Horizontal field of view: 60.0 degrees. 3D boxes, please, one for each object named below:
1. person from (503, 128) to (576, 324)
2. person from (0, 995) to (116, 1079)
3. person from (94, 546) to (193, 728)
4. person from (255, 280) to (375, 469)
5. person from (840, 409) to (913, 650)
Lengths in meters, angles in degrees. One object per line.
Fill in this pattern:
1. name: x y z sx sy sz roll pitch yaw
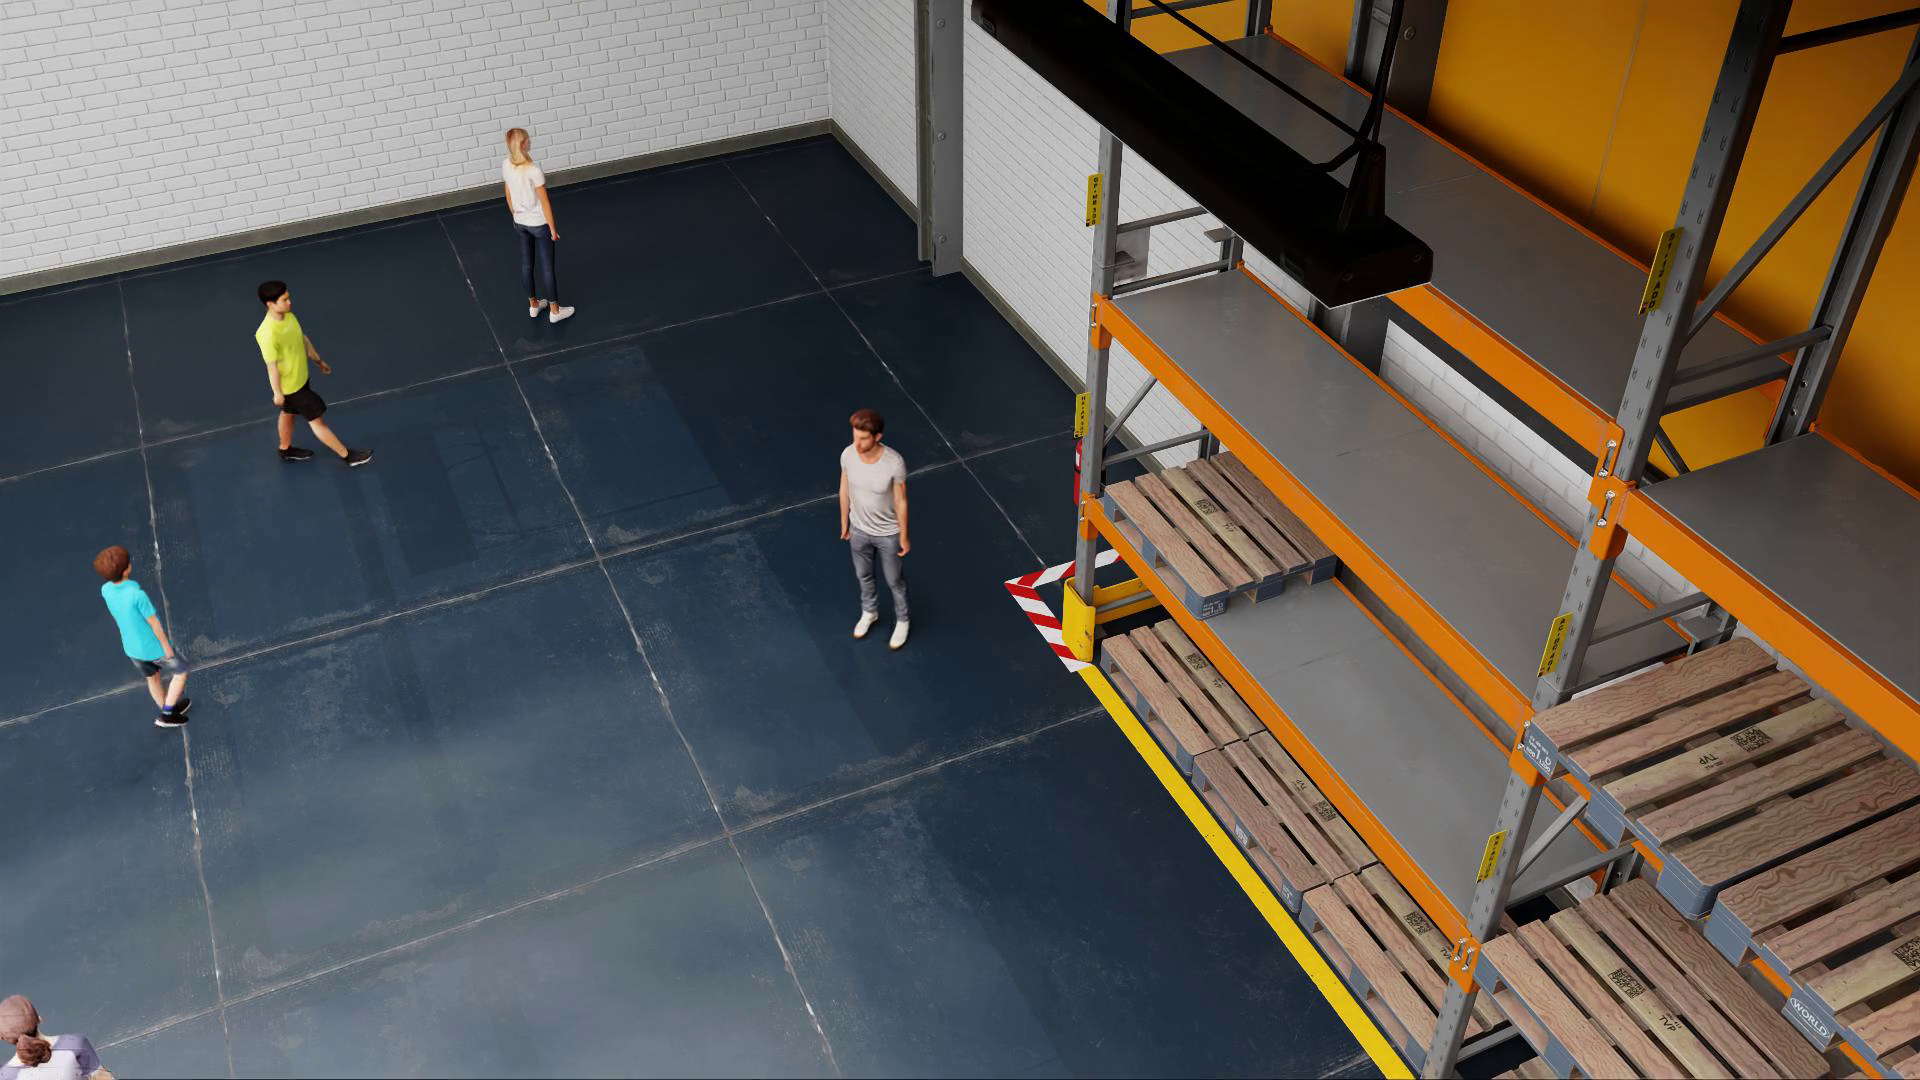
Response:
1. person: -3.782 -2.782 14.699 0.639 1.808 0.732 18 42 21
2. person: -4.103 2.795 7.773 0.692 1.737 1.110 -23 44 -26
3. person: -5.263 0.680 10.656 0.675 1.444 0.735 13 40 16
4. person: -5.268 -1.252 12.901 0.946 1.662 1.085 -3 39 -4
5. person: -0.557 -0.101 11.279 0.730 1.887 0.801 13 40 16
